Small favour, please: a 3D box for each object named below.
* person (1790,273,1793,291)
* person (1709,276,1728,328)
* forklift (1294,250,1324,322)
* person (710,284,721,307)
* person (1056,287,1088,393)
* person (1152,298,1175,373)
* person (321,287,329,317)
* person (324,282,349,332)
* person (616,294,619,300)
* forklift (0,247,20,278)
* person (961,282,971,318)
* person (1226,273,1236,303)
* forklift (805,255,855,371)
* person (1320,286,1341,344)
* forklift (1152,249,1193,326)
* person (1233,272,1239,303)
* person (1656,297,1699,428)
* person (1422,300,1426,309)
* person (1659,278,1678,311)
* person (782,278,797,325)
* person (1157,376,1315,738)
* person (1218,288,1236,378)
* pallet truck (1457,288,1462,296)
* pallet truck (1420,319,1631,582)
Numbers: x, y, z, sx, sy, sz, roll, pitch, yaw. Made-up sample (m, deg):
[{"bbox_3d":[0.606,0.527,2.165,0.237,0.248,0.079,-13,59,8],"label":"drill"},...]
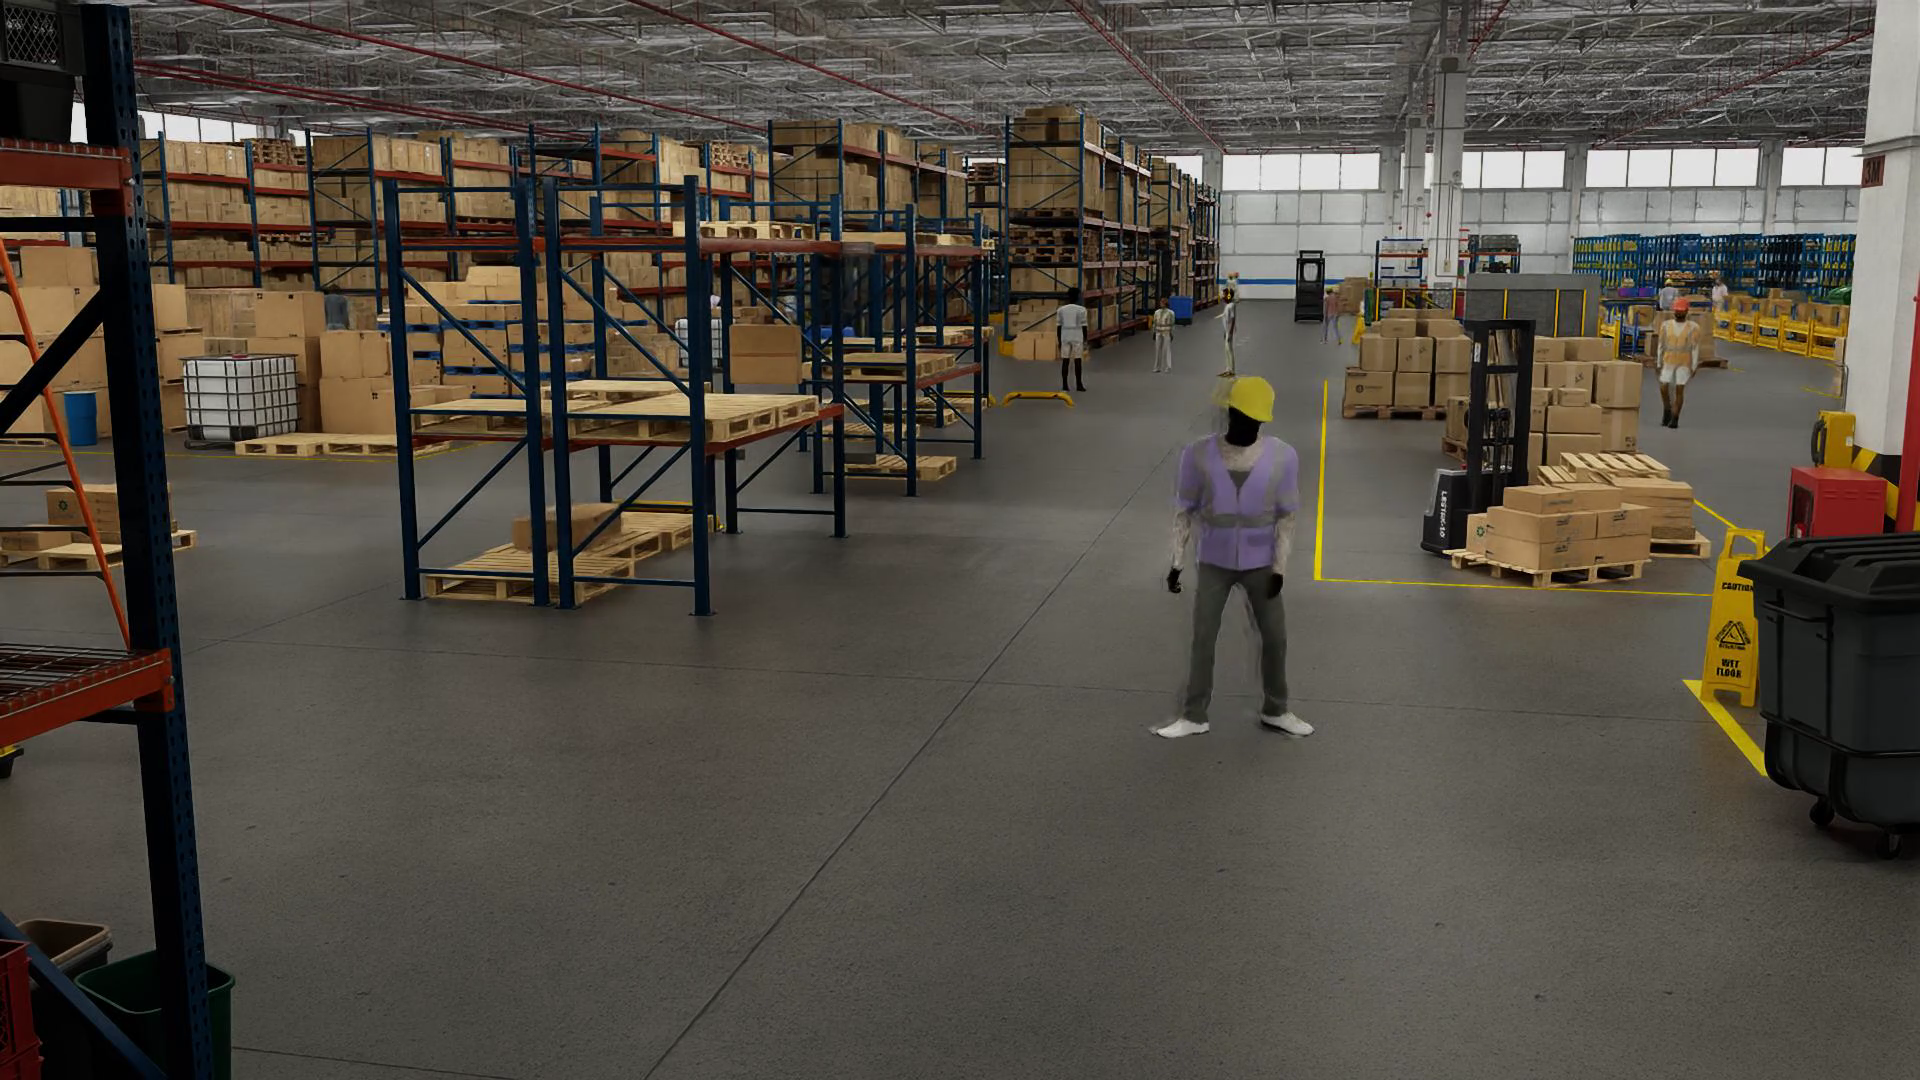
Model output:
[{"bbox_3d":[39.847,-11.878,79.639,0.594,1.832,0.404,-4,10,-21],"label":"person"},{"bbox_3d":[25.588,-7.957,56.240,0.473,1.889,0.651,-3,10,-19],"label":"person"},{"bbox_3d":[13.778,-10.002,65.433,1.129,2.768,1.873,2,10,12],"label":"forklift"},{"bbox_3d":[-6.077,-5.249,40.199,0.604,1.906,0.408,0,10,-3],"label":"person"},{"bbox_3d":[2.089,-3.713,30.896,0.600,1.967,0.369,4,10,23],"label":"person"},{"bbox_3d":[4.448,-4.467,36.326,0.514,1.639,0.310,6,11,33],"label":"person"},{"bbox_3d":[-15.881,-5.476,41.875,0.643,1.793,0.970,3,10,16],"label":"person"},{"bbox_3d":[-14.439,-4.970,38.420,0.635,1.939,0.362,-2,10,-9],"label":"person"},{"bbox_3d":[-8.465,-5.245,40.959,0.523,1.631,0.323,1,10,5],"label":"person"},{"bbox_3d":[-26.957,-6.988,47.585,1.129,2.768,1.873,2,10,12],"label":"forklift"},{"bbox_3d":[0.247,-8.491,60.050,0.458,1.677,0.533,4,10,21],"label":"person"},{"bbox_3d":[14.422,-13.341,88.594,0.525,1.736,0.803,1,10,9],"label":"person"},{"bbox_3d":[-2.644,-4.731,34.221,1.129,2.768,1.873,2,10,12],"label":"forklift"},{"bbox_3d":[10.882,-6.561,48.534,0.539,1.715,0.768,-4,10,-24],"label":"person"},{"bbox_3d":[7.646,-9.320,61.395,1.873,2.768,1.129,2,10,11],"label":"forklift"},{"bbox_3d":[15.565,-14.218,93.752,0.464,1.740,0.580,8,12,39],"label":"person"},{"bbox_3d":[10.467,-2.580,24.302,0.569,1.924,0.496,6,11,32],"label":"person"},{"bbox_3d":[15.805,-7.803,56.135,0.288,1.627,0.497,-6,11,-32],"label":"person"},{"bbox_3d":[24.226,-8.033,56.904,0.616,1.815,0.420,3,10,17],"label":"person"},{"bbox_3d":[-4.984,-6.751,49.012,0.571,1.922,0.402,3,10,19],"label":"person"},{"bbox_3d":[1.421,0.109,8.497,0.859,1.891,0.438,1,10,8],"label":"person"},{"bbox_3d":[5.626,-4.338,34.880,0.335,1.873,0.521,0,10,0],"label":"person"},{"bbox_3d":[20.506,-9.785,68.819,0.653,1.274,1.630,2,10,12],"label":"pallet truck"},{"bbox_3d":[4.543,-0.757,13.299,0.823,1.965,1.885,-4,10,-22],"label":"pallet truck"}]
